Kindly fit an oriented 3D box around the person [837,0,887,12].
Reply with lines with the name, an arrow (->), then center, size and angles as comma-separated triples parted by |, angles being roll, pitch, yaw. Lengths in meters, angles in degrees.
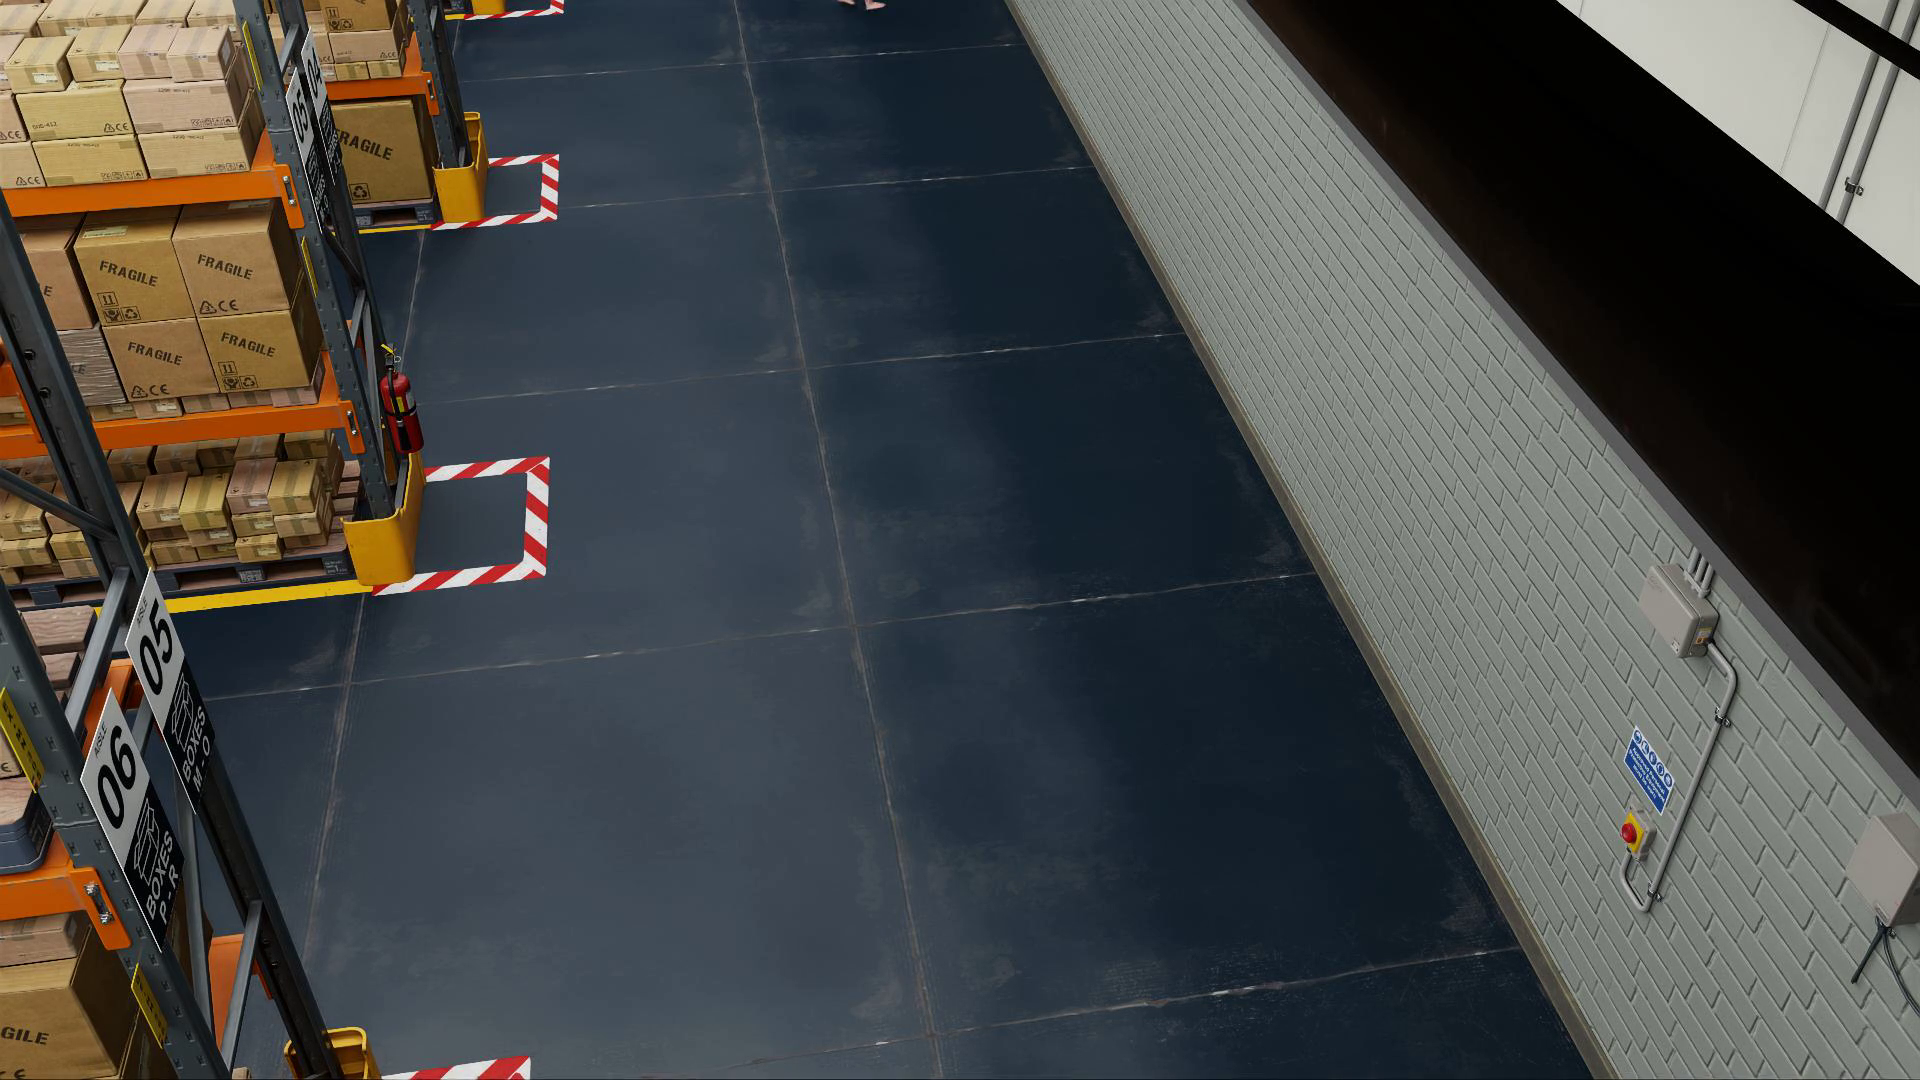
person -> -1.248, -6.550, 17.927 | 0.998, 1.627, 0.883 | 15, 41, 19
